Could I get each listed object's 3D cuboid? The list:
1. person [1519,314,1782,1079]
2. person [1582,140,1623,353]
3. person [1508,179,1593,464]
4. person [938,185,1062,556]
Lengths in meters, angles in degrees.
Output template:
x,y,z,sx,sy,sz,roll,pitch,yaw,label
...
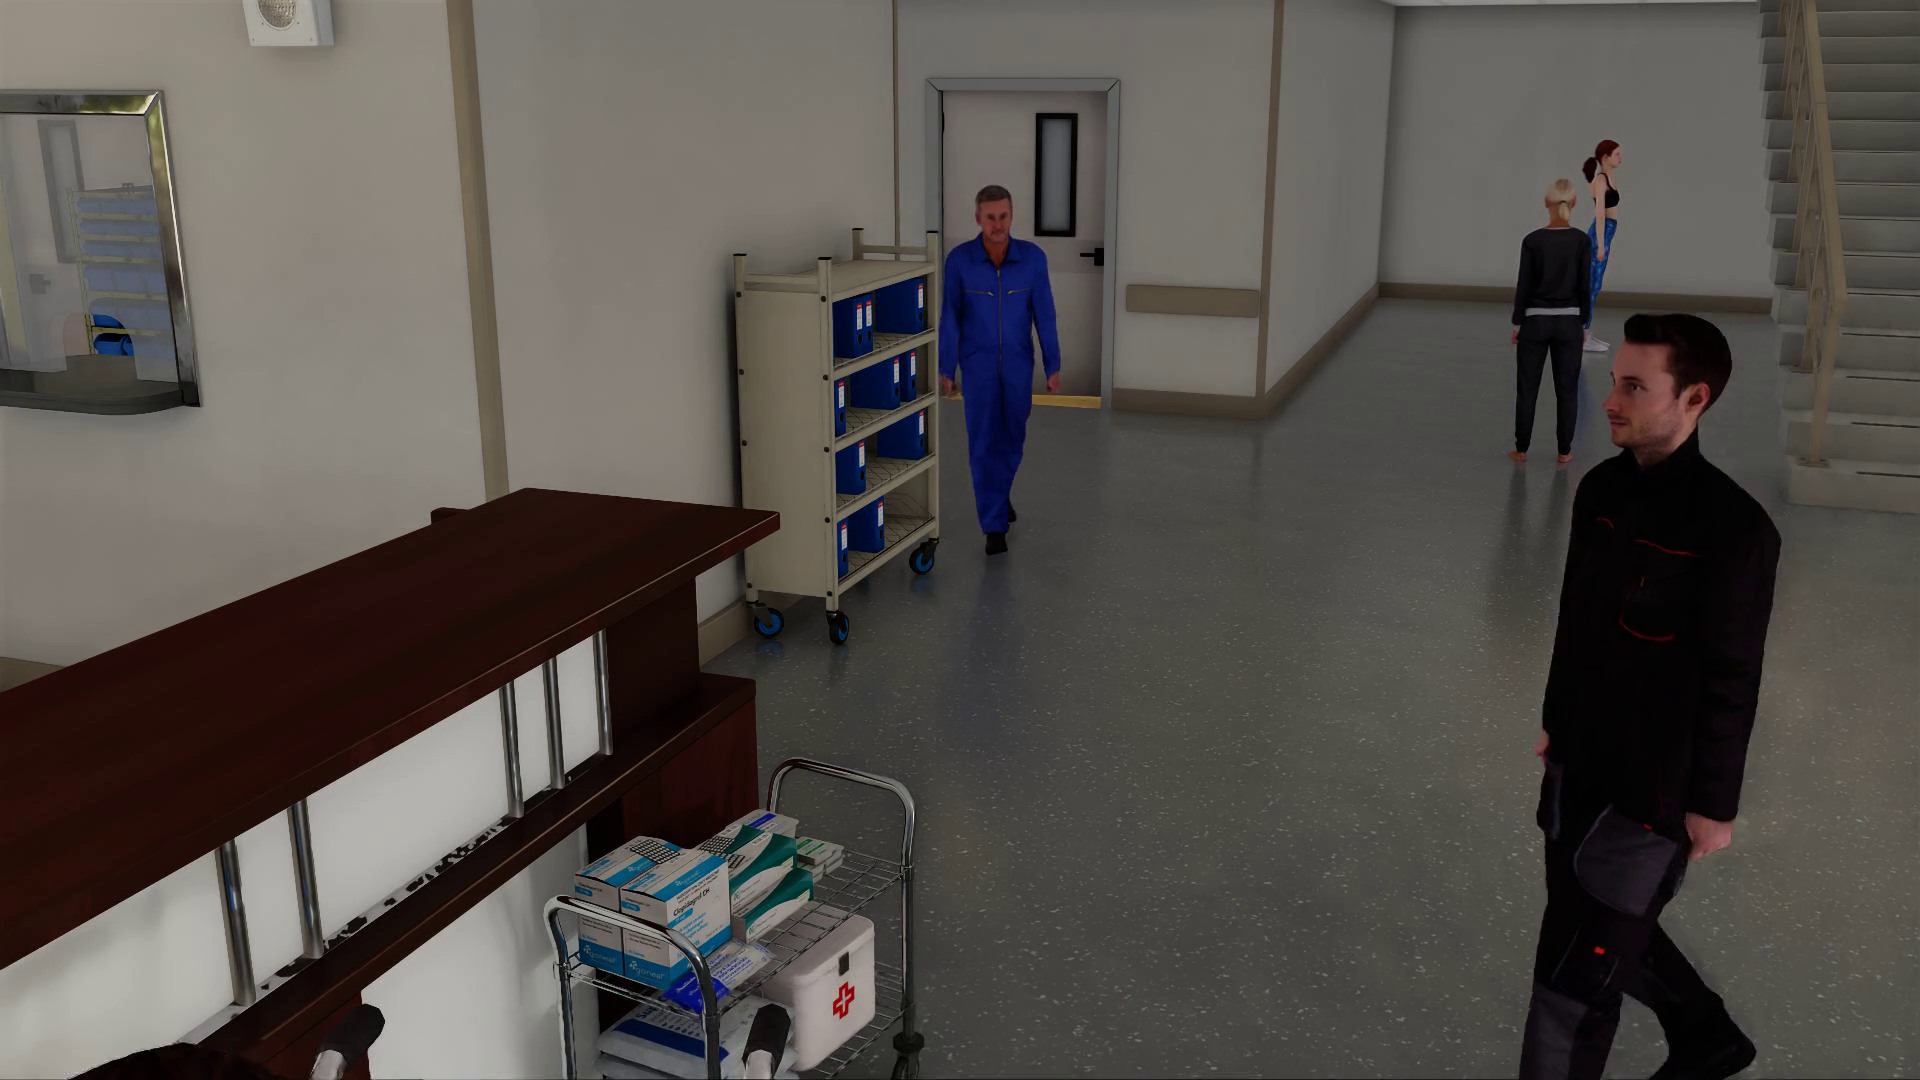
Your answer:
x,y,z,sx,sy,sz,roll,pitch,yaw,label
1.421,0.491,3.424,1.144,1.882,1.208,-3,16,-11,person
5.511,-2.533,14.328,0.635,1.785,0.538,7,17,23,person
3.632,-1.342,10.212,0.630,1.727,0.554,4,16,12,person
0.179,-0.871,8.428,1.144,1.787,1.340,-3,16,-10,person
